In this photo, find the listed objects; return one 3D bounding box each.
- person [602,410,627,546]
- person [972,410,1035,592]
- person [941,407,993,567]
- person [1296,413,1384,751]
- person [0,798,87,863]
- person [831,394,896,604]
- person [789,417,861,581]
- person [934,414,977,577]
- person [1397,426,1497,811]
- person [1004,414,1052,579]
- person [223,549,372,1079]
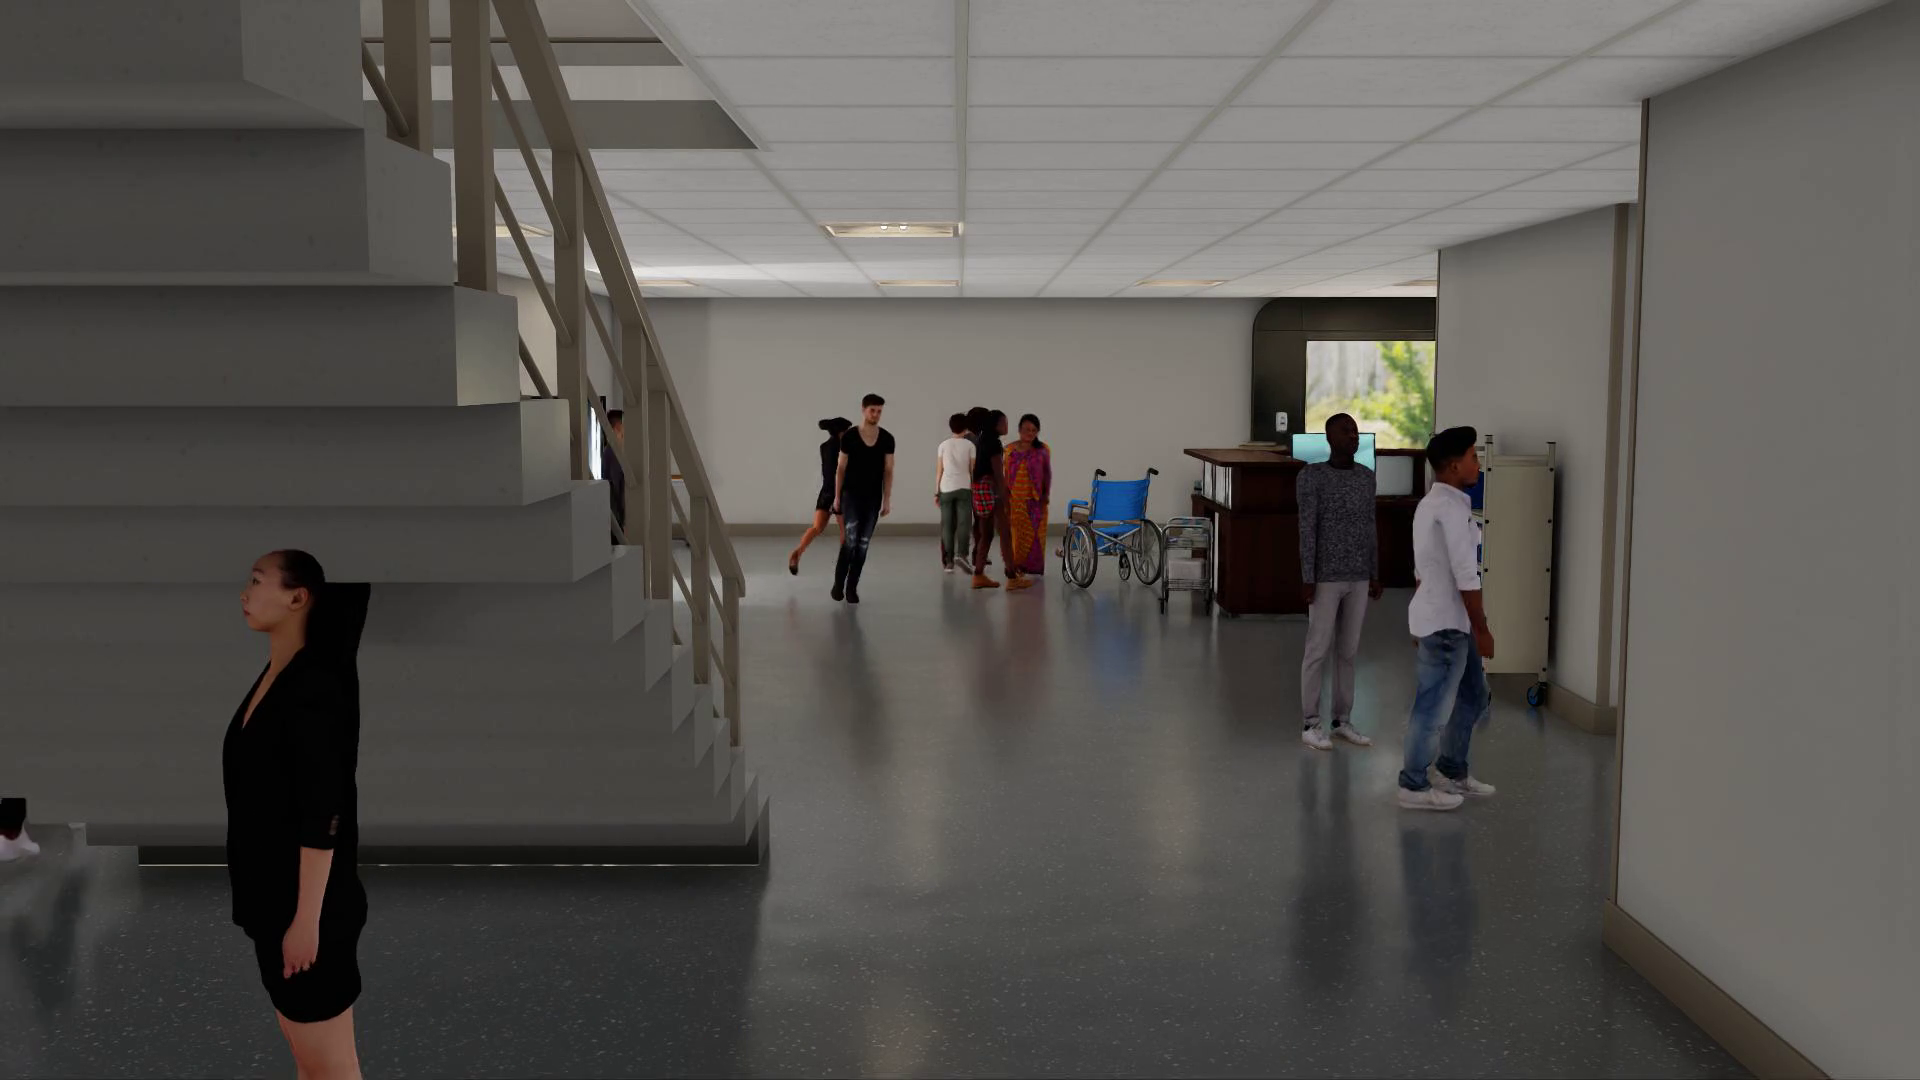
[{"bbox_3d":[-2.787,-0.147,13.292,0.881,1.737,1.092,-2,6,-16],"label":"person"},{"bbox_3d":[0.308,-0.362,15.610,0.791,1.700,0.797,-3,6,-27],"label":"person"},{"bbox_3d":[0.058,-0.506,17.178,1.058,1.673,1.142,4,7,38],"label":"person"},{"bbox_3d":[2.088,0.211,9.222,0.757,1.839,0.714,-3,6,-25],"label":"person"},{"bbox_3d":[-3.896,0.478,6.951,0.663,1.764,1.132,0,6,2],"label":"person"},{"bbox_3d":[-0.881,-0.359,14.800,0.833,1.856,0.897,-1,6,-13],"label":"person"},{"bbox_3d":[-1.294,-0.350,15.981,1.029,1.603,1.029,-5,8,-43],"label":"person"},{"bbox_3d":[-0.031,-0.442,16.796,0.610,1.622,0.967,0,6,3],"label":"person"},{"bbox_3d":[2.187,0.376,7.798,0.757,1.796,0.689,1,6,10],"label":"person"},{"bbox_3d":[0.691,-0.444,16.560,0.659,1.674,1.113,0,6,4],"label":"person"},{"bbox_3d":[-1.468,0.832,3.761,0.740,1.697,0.637,-3,7,-31],"label":"person"}]
